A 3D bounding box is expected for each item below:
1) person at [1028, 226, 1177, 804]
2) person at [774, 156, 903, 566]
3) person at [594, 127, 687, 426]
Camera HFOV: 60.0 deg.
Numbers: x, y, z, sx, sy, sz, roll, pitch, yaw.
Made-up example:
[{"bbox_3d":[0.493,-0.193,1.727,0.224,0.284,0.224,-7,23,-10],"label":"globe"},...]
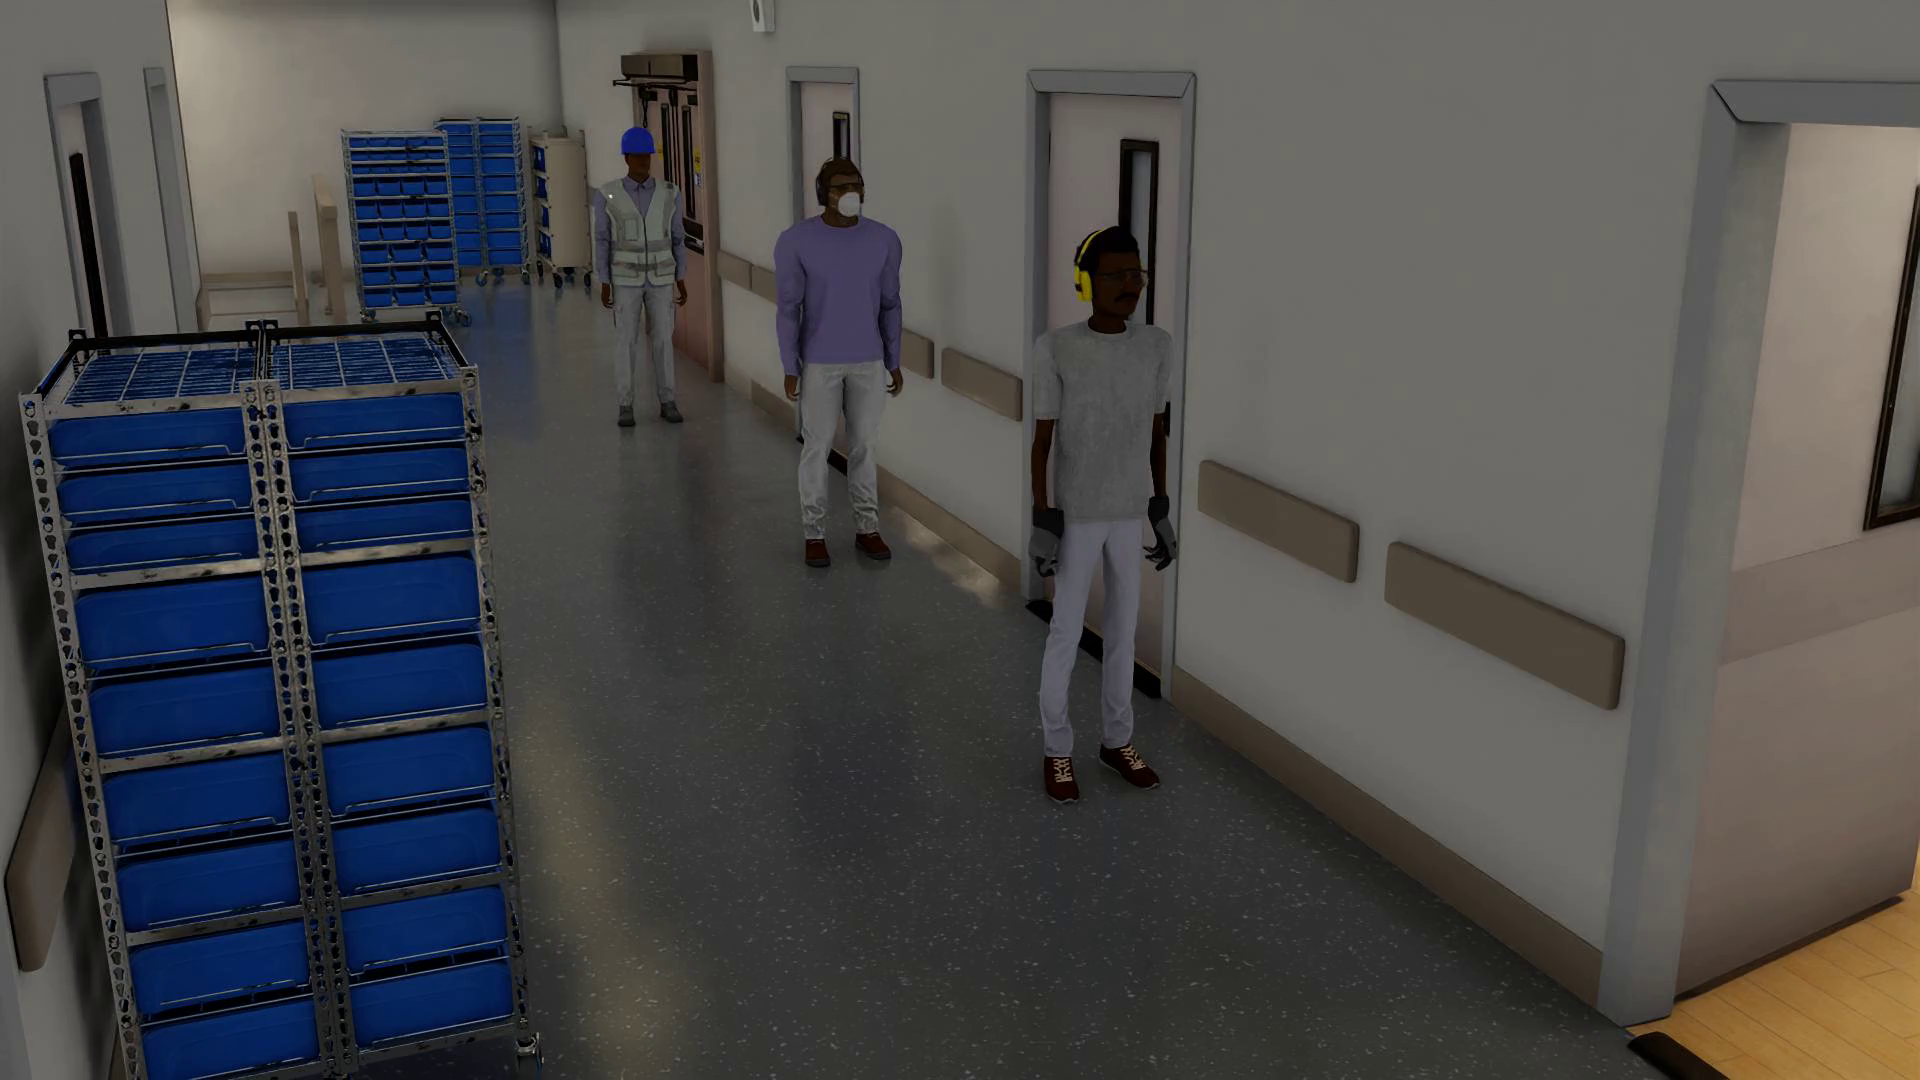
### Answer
[{"bbox_3d":[0.469,-0.072,5.404,0.520,1.876,0.326,-6,17,-21],"label":"person"},{"bbox_3d":[-0.563,-0.844,7.959,0.631,1.940,0.370,-6,17,-21],"label":"person"},{"bbox_3d":[-2.104,-1.735,11.022,0.607,1.951,0.380,-6,17,-21],"label":"person"}]
